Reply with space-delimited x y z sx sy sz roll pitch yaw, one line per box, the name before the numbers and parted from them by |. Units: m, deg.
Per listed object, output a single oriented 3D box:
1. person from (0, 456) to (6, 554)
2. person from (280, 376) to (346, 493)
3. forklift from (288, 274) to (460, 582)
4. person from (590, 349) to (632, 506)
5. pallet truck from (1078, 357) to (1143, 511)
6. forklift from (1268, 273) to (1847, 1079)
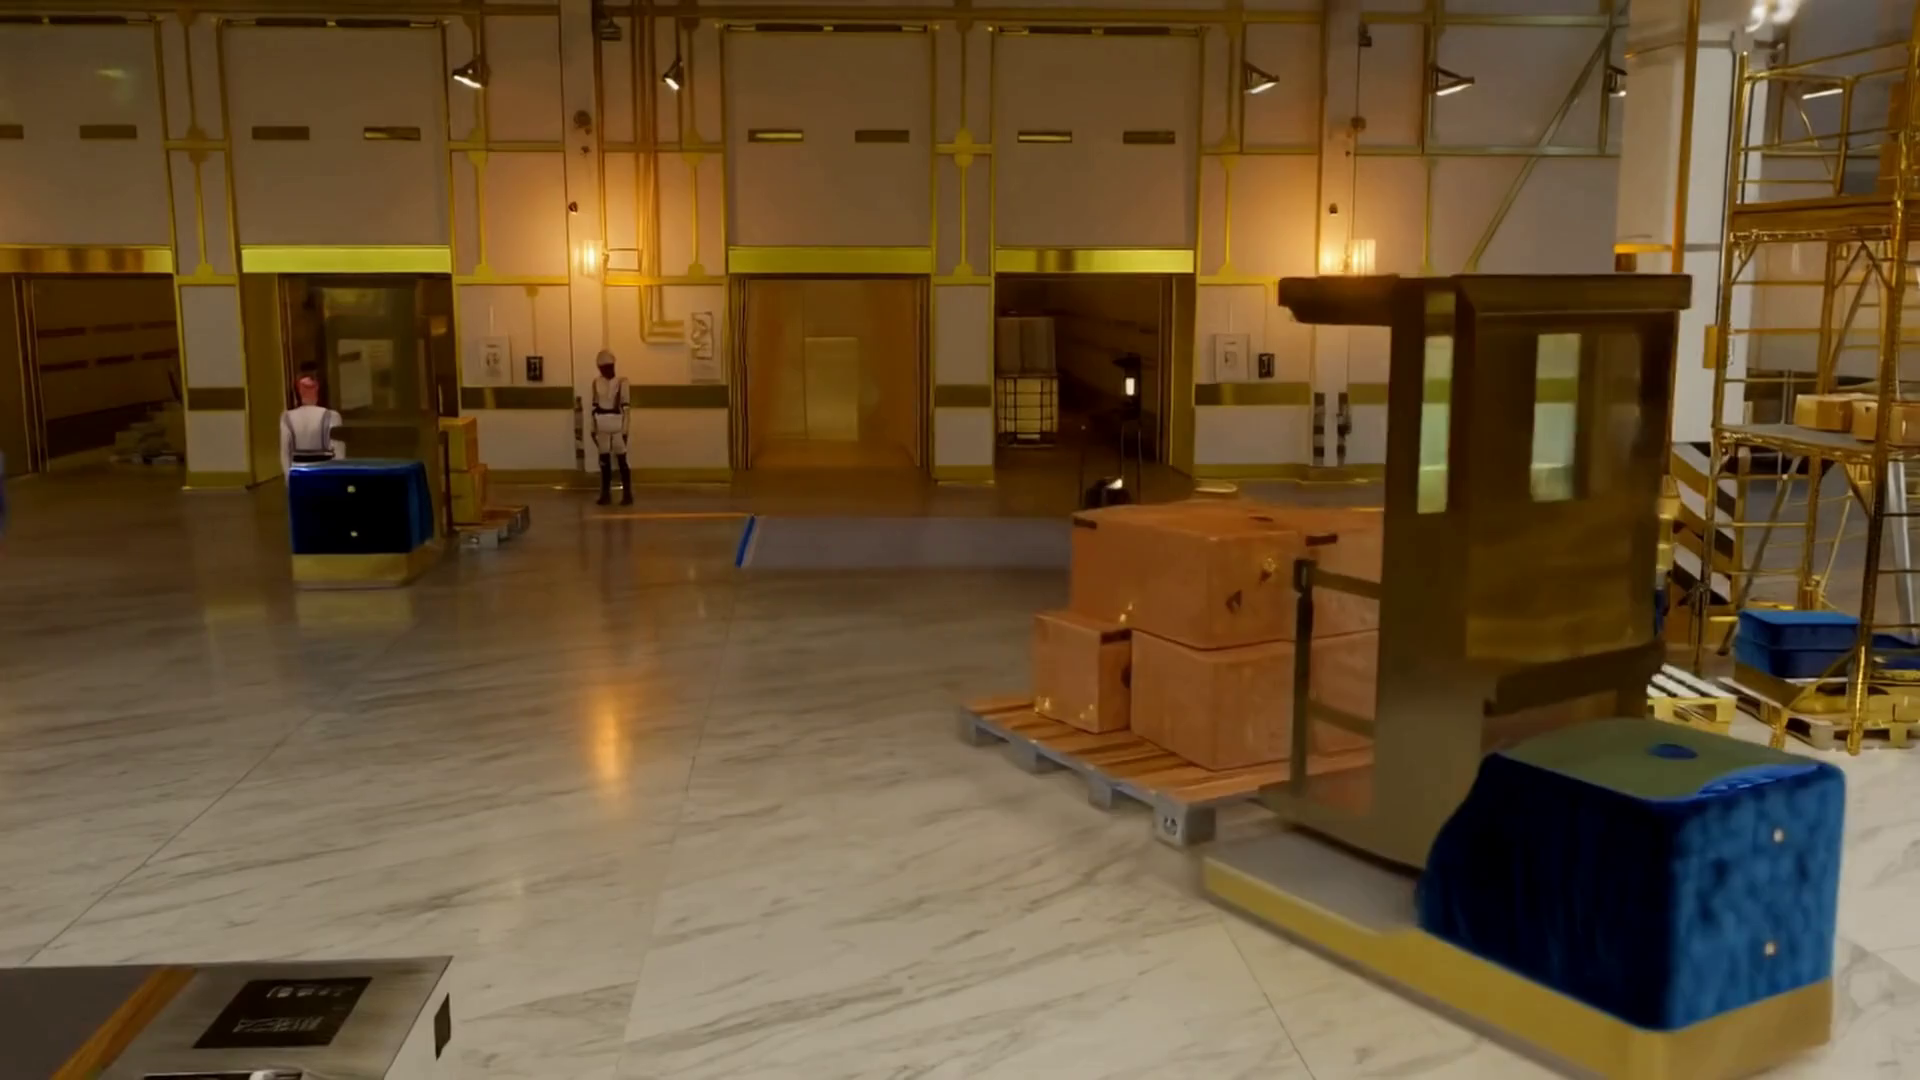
person | -7.178 -0.033 11.940 0.647 1.922 0.521 -9 13 -44
person | -6.026 -0.584 15.543 0.575 1.881 0.356 -1 9 -4
forklift | -5.554 -1.101 15.662 1.129 2.768 1.873 -1 9 -4
person | -4.283 -1.369 20.338 0.546 1.927 0.395 3 10 21
pallet truck | 2.088 -0.836 16.757 1.885 1.965 0.823 2 9 13
forklift | 2.266 0.384 6.338 1.129 2.768 1.873 -5 10 -30
